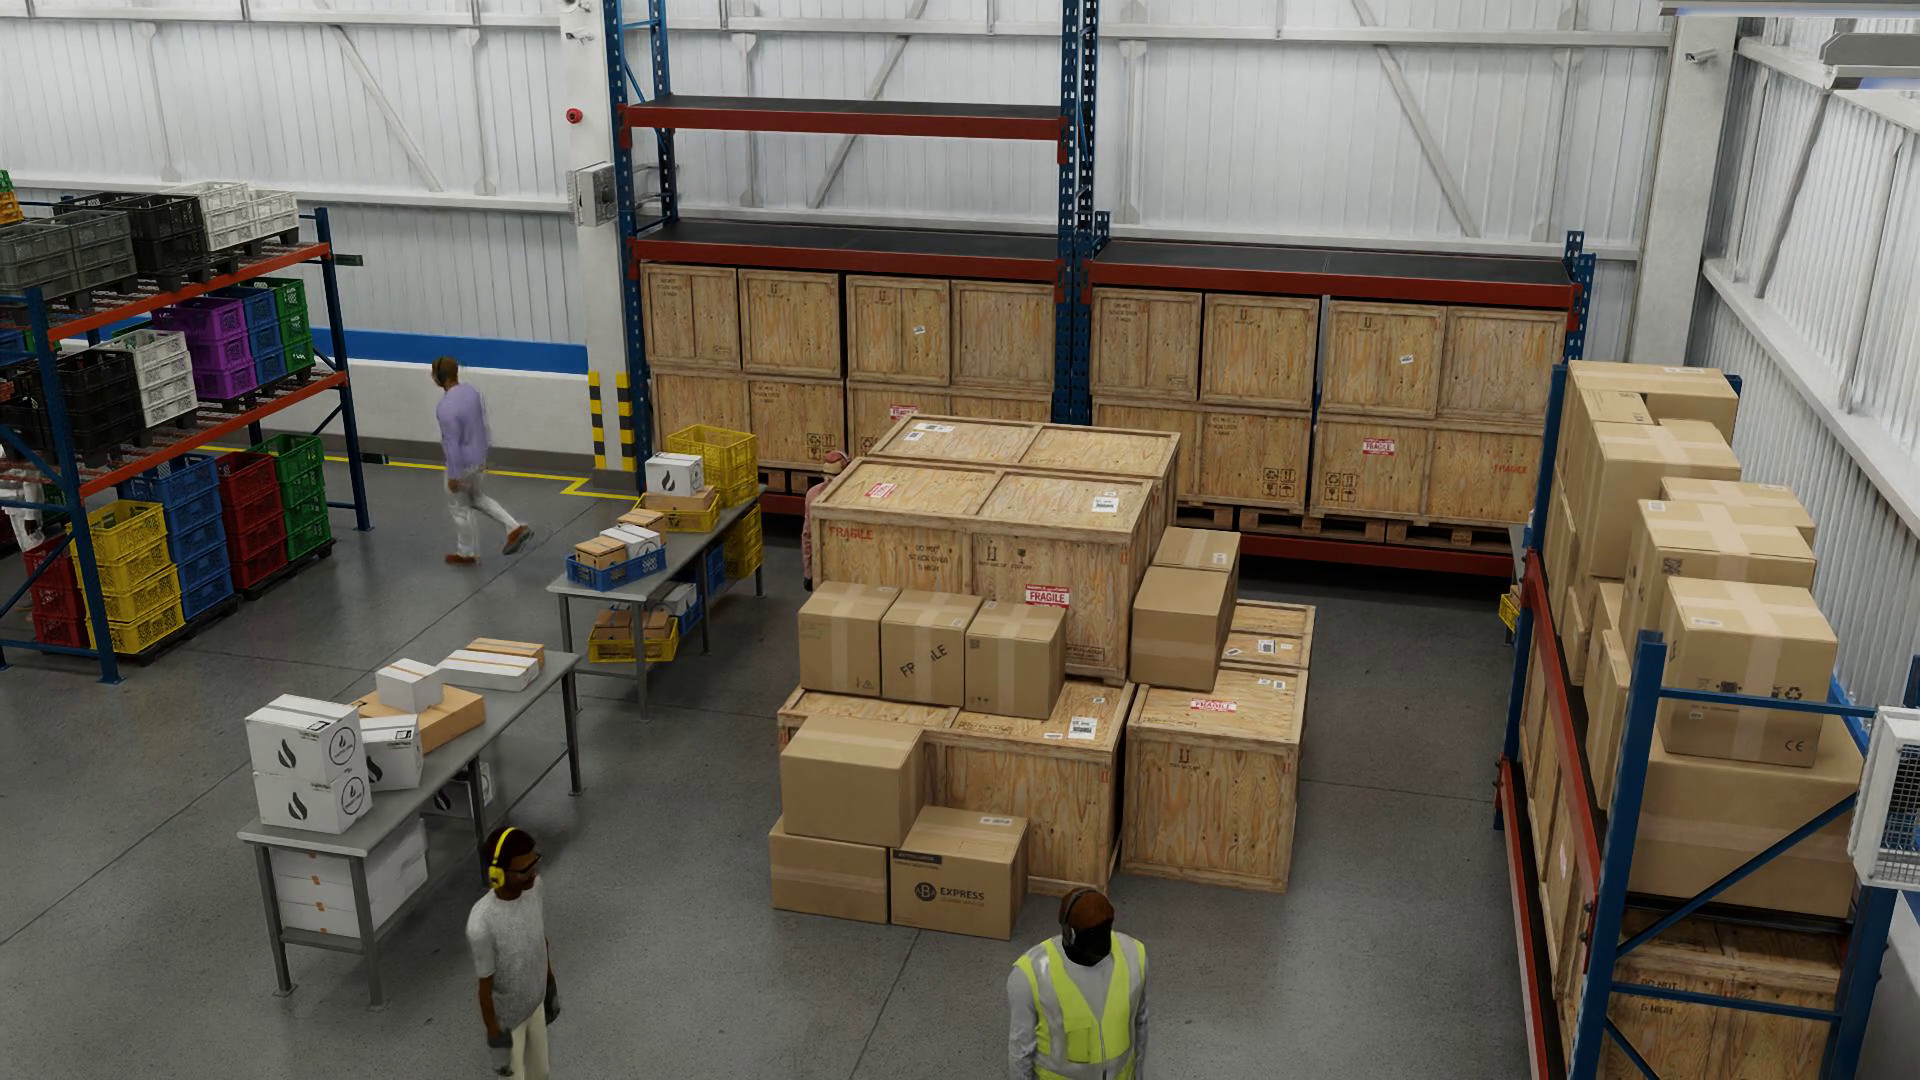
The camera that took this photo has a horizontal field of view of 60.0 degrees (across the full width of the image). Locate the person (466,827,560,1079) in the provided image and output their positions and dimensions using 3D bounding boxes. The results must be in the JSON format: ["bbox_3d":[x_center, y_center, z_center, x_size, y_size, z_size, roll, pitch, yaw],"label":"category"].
[{"bbox_3d":[-1.936,2.087,7.346,0.327,1.862,0.500,7,22,19],"label":"person"}]

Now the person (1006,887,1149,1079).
[{"bbox_3d":[0.505,2.261,6.905,0.626,1.847,0.429,-8,22,-19],"label":"person"}]

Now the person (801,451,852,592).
[{"bbox_3d":[-0.863,0.264,12.044,0.652,1.906,0.403,9,23,22],"label":"person"}]

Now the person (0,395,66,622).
[{"bbox_3d":[-7.599,-0.267,13.461,0.341,1.883,0.587,-18,27,-39],"label":"person"}]

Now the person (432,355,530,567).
[{"bbox_3d":[-4.224,-0.683,14.515,0.667,1.912,0.672,3,21,7],"label":"person"}]
